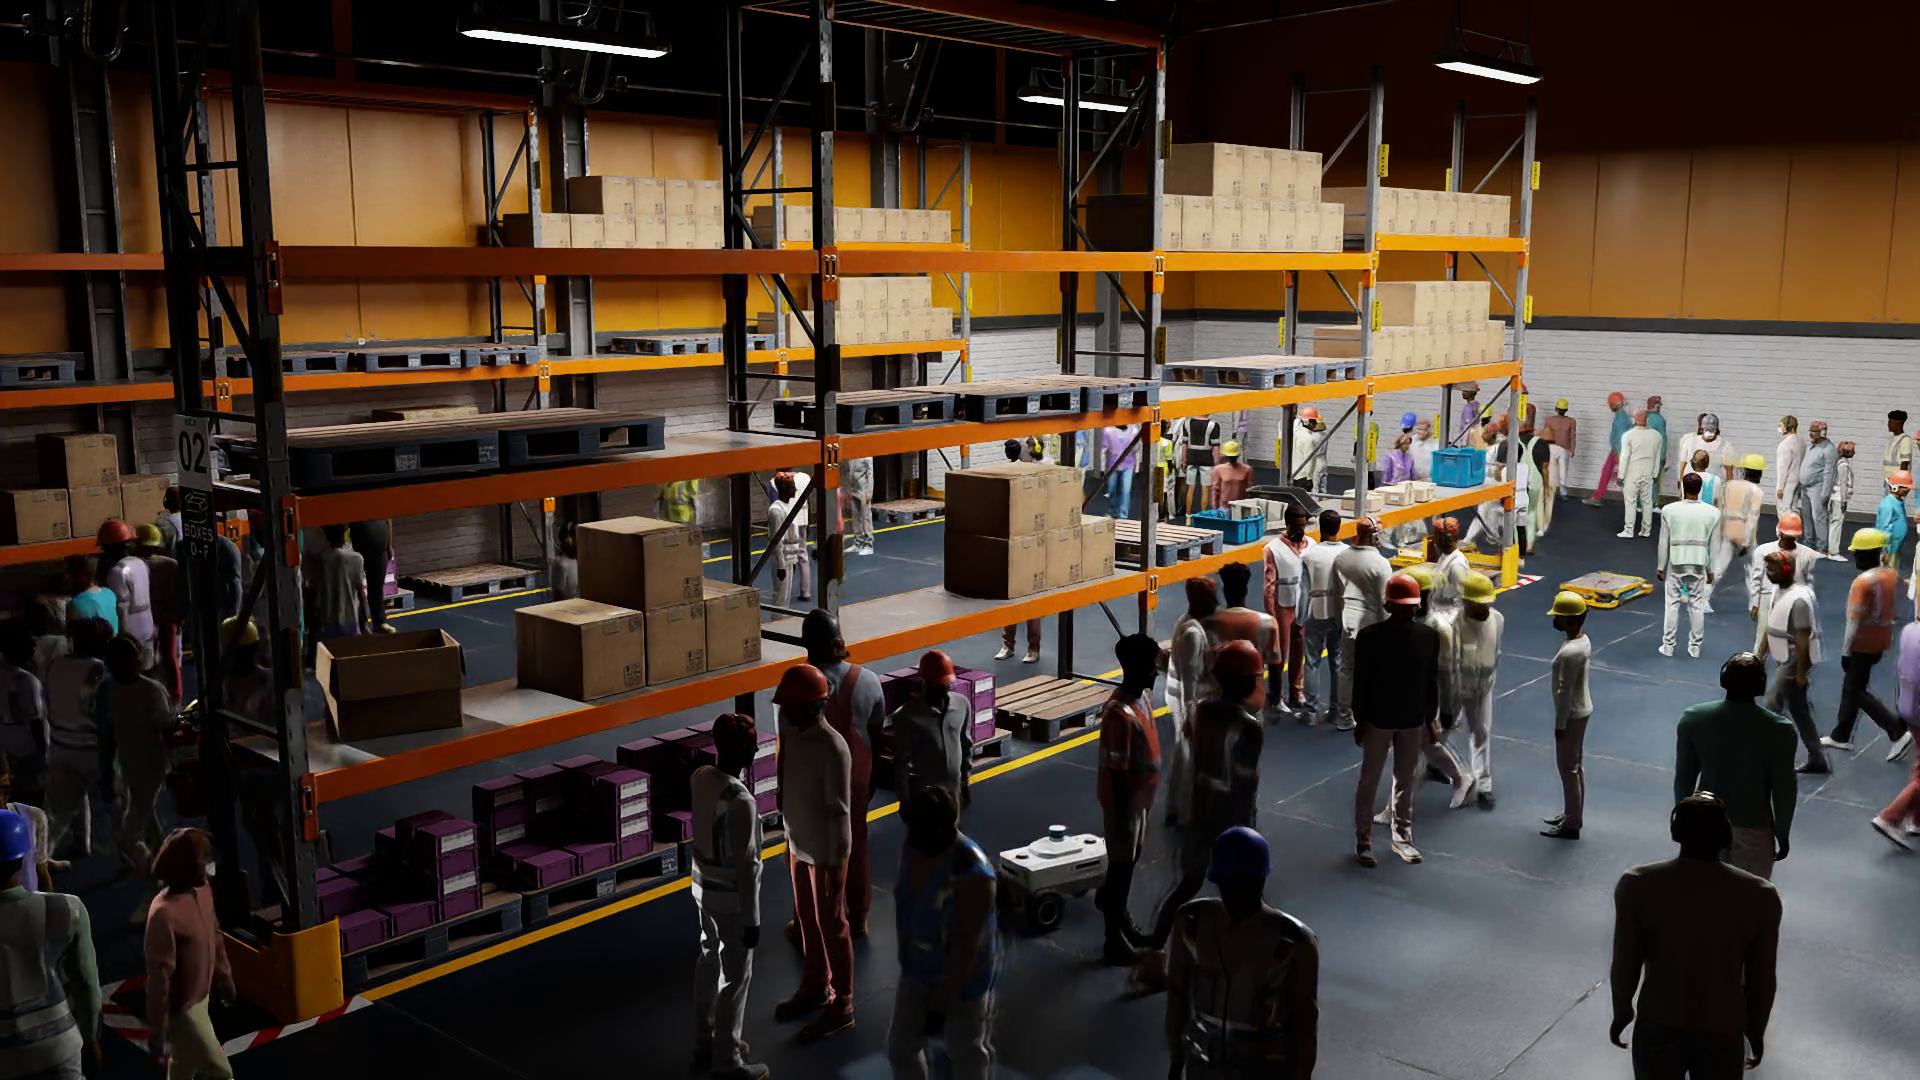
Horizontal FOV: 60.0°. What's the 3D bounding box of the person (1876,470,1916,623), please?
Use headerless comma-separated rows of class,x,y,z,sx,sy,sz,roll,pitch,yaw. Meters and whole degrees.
person,10.523,0.073,18.759,0.354,1.737,0.574,8,12,40

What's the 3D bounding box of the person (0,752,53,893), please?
person,-4.454,1.867,7.729,0.345,1.844,0.504,9,13,41

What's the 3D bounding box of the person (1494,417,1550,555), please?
person,7.726,-0.772,22.895,0.745,2.000,0.609,1,10,7

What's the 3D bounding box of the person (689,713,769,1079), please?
person,-1.146,1.774,8.229,0.342,1.869,0.577,-6,11,-33

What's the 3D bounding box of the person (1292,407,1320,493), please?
person,4.956,-0.918,23.911,0.391,1.991,0.613,-1,10,-7

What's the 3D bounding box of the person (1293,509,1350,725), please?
person,3.233,0.683,14.616,0.598,1.908,0.401,-3,10,-15

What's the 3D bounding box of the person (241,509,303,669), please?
person,-6.023,0.680,14.566,0.389,1.930,0.540,7,12,37

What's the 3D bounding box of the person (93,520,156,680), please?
person,-7.079,0.784,13.980,0.765,1.909,0.563,1,10,3

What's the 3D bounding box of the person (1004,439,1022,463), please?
person,0.731,-0.518,22.415,0.320,1.692,0.531,-3,10,-16

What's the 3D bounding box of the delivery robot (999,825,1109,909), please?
delivery robot,0.604,2.022,10.360,0.707,0.478,0.477,-6,11,-31

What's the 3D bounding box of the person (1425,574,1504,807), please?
person,3.844,1.092,12.652,0.590,1.767,0.961,-2,10,-9

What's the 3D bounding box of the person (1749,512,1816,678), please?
person,7.685,0.602,15.555,0.561,1.748,0.332,2,10,11

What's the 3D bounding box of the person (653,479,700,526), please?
person,-3.522,-0.273,20.414,0.608,1.868,1.002,7,12,36

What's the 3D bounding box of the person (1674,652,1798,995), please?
person,4.275,1.572,9.206,0.627,1.941,0.373,8,12,38

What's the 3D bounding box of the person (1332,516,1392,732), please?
person,3.484,0.742,14.255,0.407,1.910,0.638,-6,11,-32

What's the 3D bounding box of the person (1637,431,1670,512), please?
person,11.256,-1.247,27.007,0.339,1.629,0.504,-9,13,-44

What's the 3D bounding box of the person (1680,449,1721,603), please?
person,8.791,-0.166,19.860,0.508,1.846,0.345,-3,10,-16

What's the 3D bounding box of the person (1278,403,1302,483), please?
person,5.258,-1.279,26.407,0.352,1.880,0.577,-7,12,-36

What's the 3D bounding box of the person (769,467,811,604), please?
person,-2.005,-0.151,19.813,0.566,1.837,0.401,-8,13,-40

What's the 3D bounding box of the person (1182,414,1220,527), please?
person,3.690,-1.189,25.426,0.611,2.032,0.410,5,11,29

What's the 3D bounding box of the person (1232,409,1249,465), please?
person,5.360,-2.066,31.821,0.308,1.638,0.511,6,11,32

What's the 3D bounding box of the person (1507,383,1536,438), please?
person,9.588,-1.697,28.551,0.611,1.995,0.381,-5,11,-27

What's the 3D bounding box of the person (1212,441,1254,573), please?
person,3.569,-0.421,21.648,0.574,1.755,0.365,1,10,5

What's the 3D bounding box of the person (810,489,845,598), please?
person,-1.587,-0.107,19.963,0.361,1.682,0.558,-5,11,-28

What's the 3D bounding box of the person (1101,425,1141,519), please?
person,2.492,-1.156,25.671,0.613,1.891,0.766,2,10,11

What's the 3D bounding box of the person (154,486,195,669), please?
person,-7.812,0.373,16.683,0.349,1.836,0.517,7,12,37

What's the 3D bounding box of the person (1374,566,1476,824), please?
person,3.423,1.107,12.165,0.917,1.886,0.587,-3,10,-16

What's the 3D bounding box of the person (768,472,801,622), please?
person,-1.834,0.228,17.397,0.353,1.883,0.573,1,10,4

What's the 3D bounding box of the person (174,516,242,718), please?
person,-6.676,0.639,14.774,0.634,1.940,0.367,2,10,12

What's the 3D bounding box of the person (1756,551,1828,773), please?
person,6.545,0.976,13.220,0.854,1.790,0.597,3,10,15

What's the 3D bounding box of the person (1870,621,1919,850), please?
person,6.707,1.201,11.561,0.624,1.888,0.639,0,10,0

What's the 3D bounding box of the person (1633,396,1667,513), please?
person,11.214,-1.390,26.984,0.408,1.906,0.653,-4,10,-22

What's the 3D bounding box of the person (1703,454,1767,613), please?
person,8.985,-0.065,19.191,1.010,1.878,0.587,-3,10,-19

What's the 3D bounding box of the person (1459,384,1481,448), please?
person,8.695,-1.710,28.493,0.378,2.043,0.607,5,11,29

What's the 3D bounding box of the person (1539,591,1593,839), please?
person,4.297,1.231,11.789,0.335,1.757,0.518,6,11,30

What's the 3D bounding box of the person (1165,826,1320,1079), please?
person,1.073,2.033,6.420,0.605,1.948,0.404,5,11,28

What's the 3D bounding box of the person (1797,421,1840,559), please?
person,11.738,-0.690,22.849,0.399,1.899,0.648,-1,10,-3

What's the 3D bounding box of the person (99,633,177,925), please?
person,-4.999,1.457,10.160,0.619,1.838,0.529,6,11,31

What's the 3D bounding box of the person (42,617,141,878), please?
person,-5.658,1.395,10.683,0.648,1.803,0.924,4,10,22

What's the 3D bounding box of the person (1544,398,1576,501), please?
person,10.199,-1.536,28.296,0.526,1.761,0.340,1,10,8

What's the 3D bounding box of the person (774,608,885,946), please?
person,-0.819,1.396,9.951,0.683,2.000,0.538,-5,11,-26

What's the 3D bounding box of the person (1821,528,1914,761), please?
person,7.482,0.853,13.624,0.622,1.898,0.783,-8,12,-40

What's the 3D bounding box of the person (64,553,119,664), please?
person,-6.699,1.001,12.950,0.691,1.828,0.572,0,10,0

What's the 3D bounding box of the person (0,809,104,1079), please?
person,-3.708,2.010,6.560,0.602,1.948,0.386,-5,11,-29

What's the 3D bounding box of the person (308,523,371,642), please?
person,-5.429,0.718,14.576,0.564,1.844,0.468,1,10,3
